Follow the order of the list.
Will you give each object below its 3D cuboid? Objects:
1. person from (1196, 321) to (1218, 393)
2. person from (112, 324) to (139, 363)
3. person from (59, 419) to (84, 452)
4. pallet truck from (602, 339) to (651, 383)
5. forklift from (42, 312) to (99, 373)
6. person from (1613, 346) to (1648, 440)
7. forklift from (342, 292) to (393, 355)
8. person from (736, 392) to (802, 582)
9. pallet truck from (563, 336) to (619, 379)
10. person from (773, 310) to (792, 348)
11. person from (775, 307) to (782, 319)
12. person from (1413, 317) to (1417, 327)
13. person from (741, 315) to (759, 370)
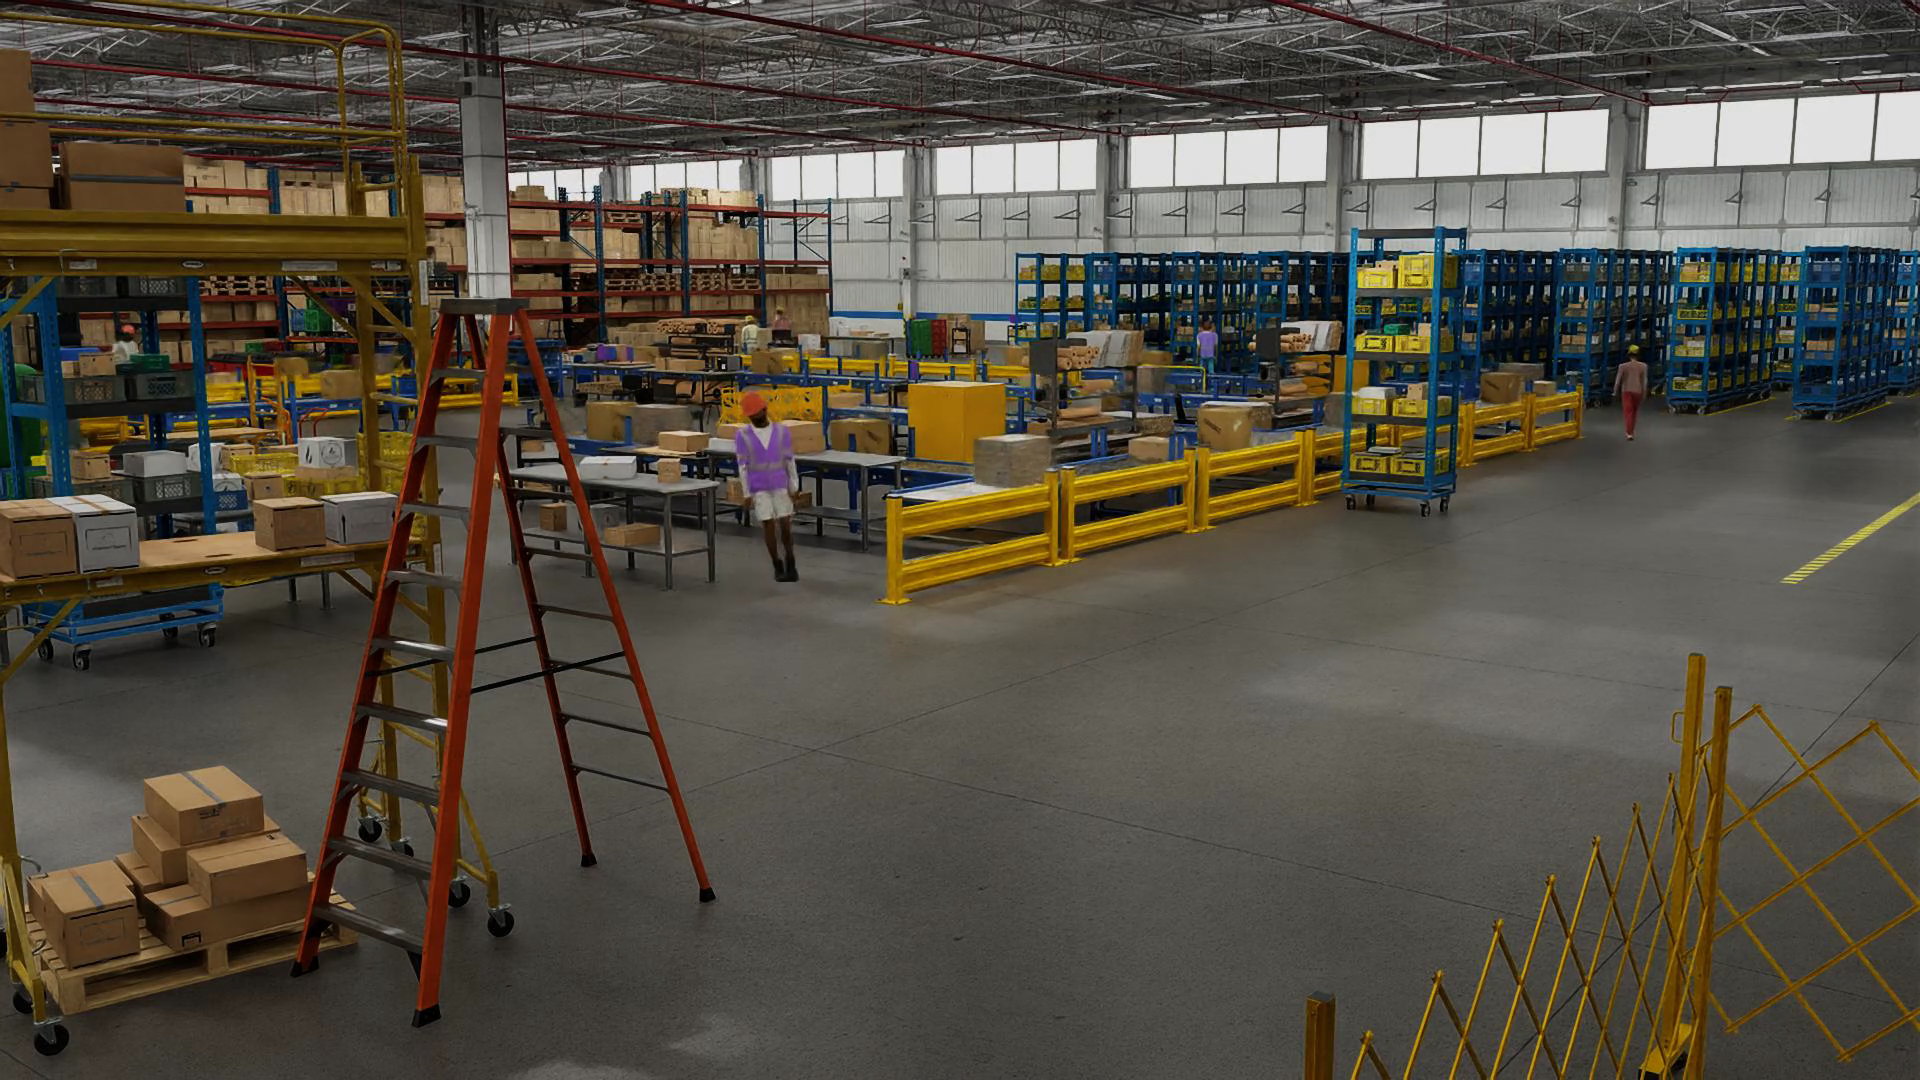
[{"bbox_3d":[6.222,-4.587,41.887,0.570,1.840,0.372,-2,9,-10],"label":"person"},{"bbox_3d":[-17.264,-3.474,34.456,0.847,2.019,0.606,3,10,17],"label":"person"},{"bbox_3d":[-11.575,-1.209,21.531,0.499,1.618,0.539,5,10,28],"label":"person"},{"bbox_3d":[-8.991,-4.871,45.351,0.653,1.274,1.630,7,11,37],"label":"pallet truck"},{"bbox_3d":[-23.779,-5.451,44.052,1.873,2.768,1.129,7,11,36],"label":"forklift"},{"bbox_3d":[12.288,-2.697,30.471,0.536,1.718,0.907,1,9,7],"label":"person"},{"bbox_3d":[-16.485,-5.622,45.120,1.129,2.768,1.873,7,11,37],"label":"forklift"},{"bbox_3d":[-1.855,-0.506,16.251,0.641,1.891,0.492,-2,9,-12],"label":"person"},{"bbox_3d":[-10.690,-5.294,48.215,1.601,1.201,0.680,-5,10,-26],"label":"pallet truck"},{"bbox_3d":[-5.728,-6.505,53.862,0.707,1.842,0.936,-6,11,-35],"label":"person"},{"bbox_3d":[-6.982,-8.143,64.340,0.552,1.752,0.386,7,11,36],"label":"person"},{"bbox_3d":[12.919,-5.575,47.430,0.386,2.045,0.605,2,9,9],"label":"person"},{"bbox_3d":[-6.227,-5.816,49.685,0.600,1.809,0.771,-8,12,-42],"label":"person"}]
